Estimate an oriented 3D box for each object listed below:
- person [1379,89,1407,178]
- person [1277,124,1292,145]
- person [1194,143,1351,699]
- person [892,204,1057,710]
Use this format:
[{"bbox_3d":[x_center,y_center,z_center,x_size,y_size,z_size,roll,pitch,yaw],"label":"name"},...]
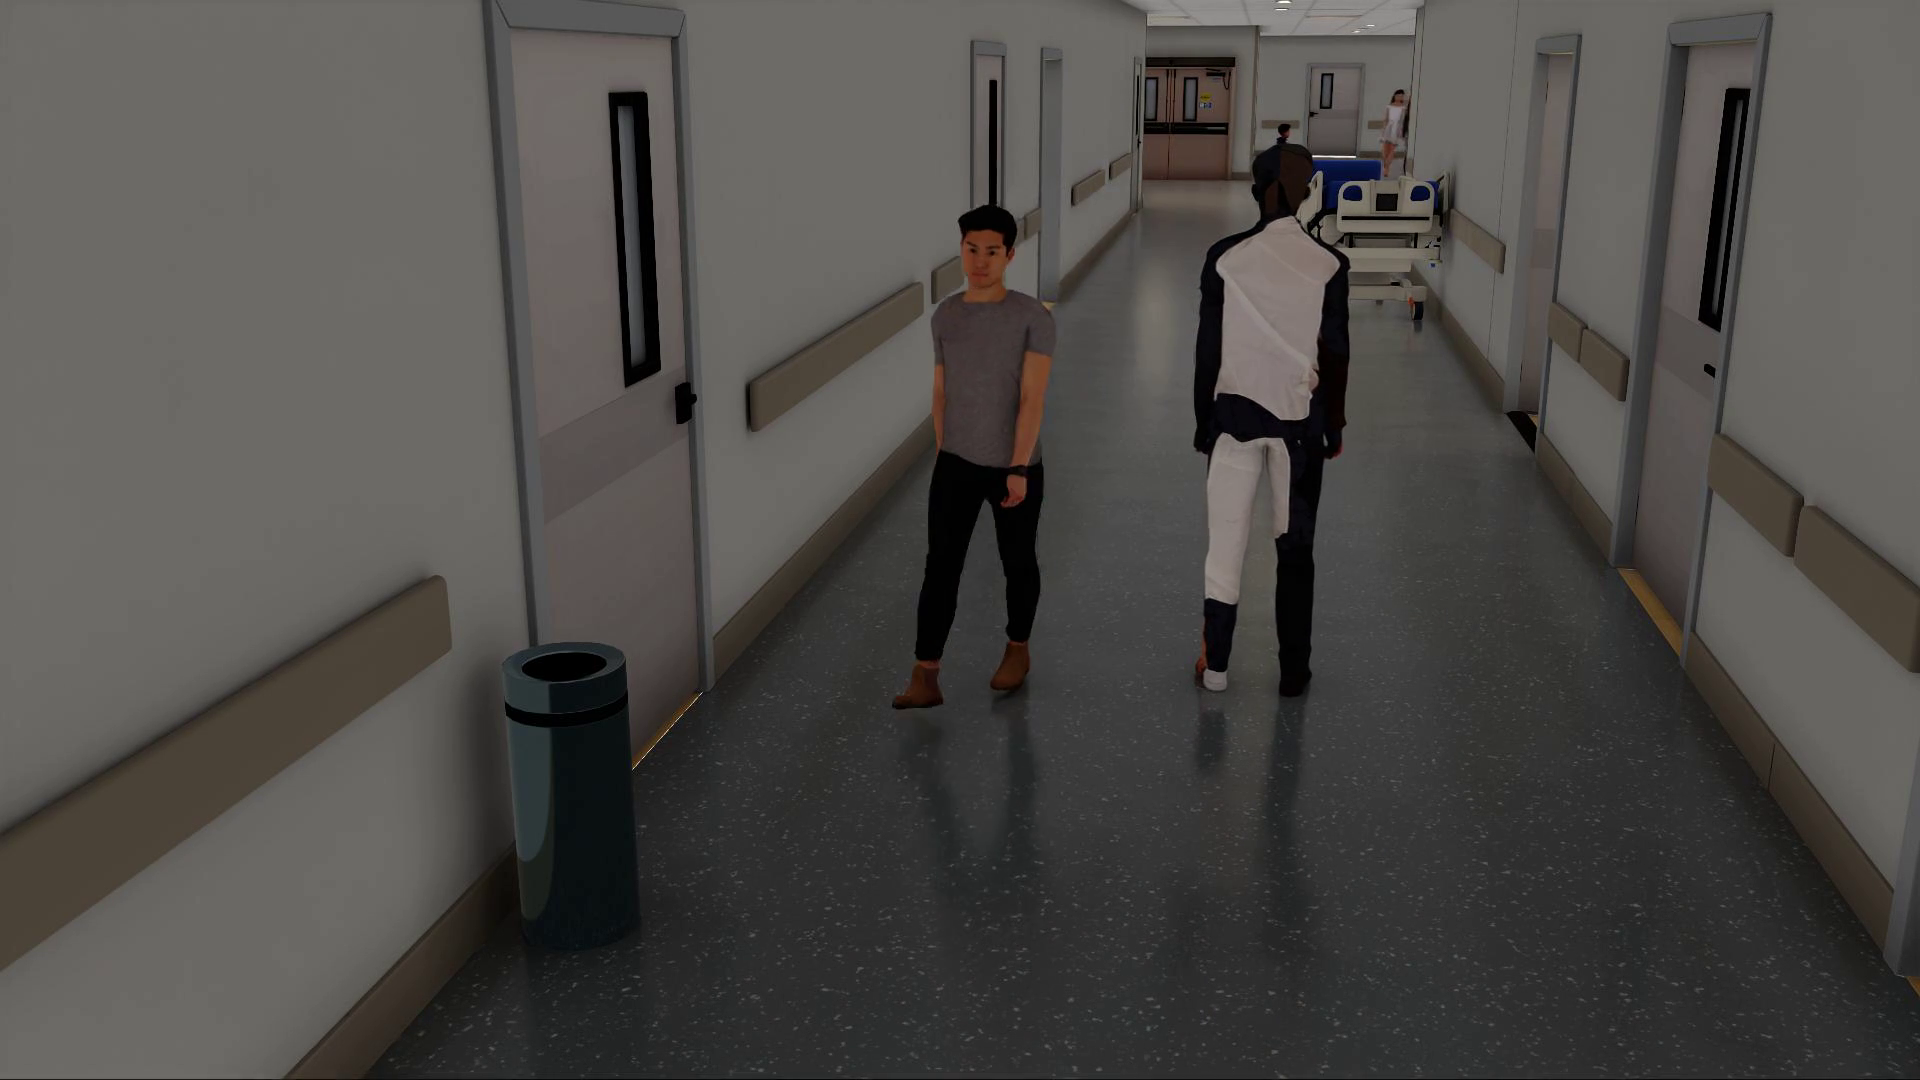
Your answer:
[{"bbox_3d":[8.930,-8.349,34.198,0.713,1.743,0.787,8,18,27],"label":"person"},{"bbox_3d":[5.776,-6.838,29.799,0.521,1.222,0.540,0,16,-1],"label":"person"},{"bbox_3d":[1.055,-0.398,5.725,0.507,1.891,0.729,3,16,11],"label":"person"},{"bbox_3d":[0.148,-0.275,5.670,0.985,1.683,0.807,7,17,23],"label":"person"}]
